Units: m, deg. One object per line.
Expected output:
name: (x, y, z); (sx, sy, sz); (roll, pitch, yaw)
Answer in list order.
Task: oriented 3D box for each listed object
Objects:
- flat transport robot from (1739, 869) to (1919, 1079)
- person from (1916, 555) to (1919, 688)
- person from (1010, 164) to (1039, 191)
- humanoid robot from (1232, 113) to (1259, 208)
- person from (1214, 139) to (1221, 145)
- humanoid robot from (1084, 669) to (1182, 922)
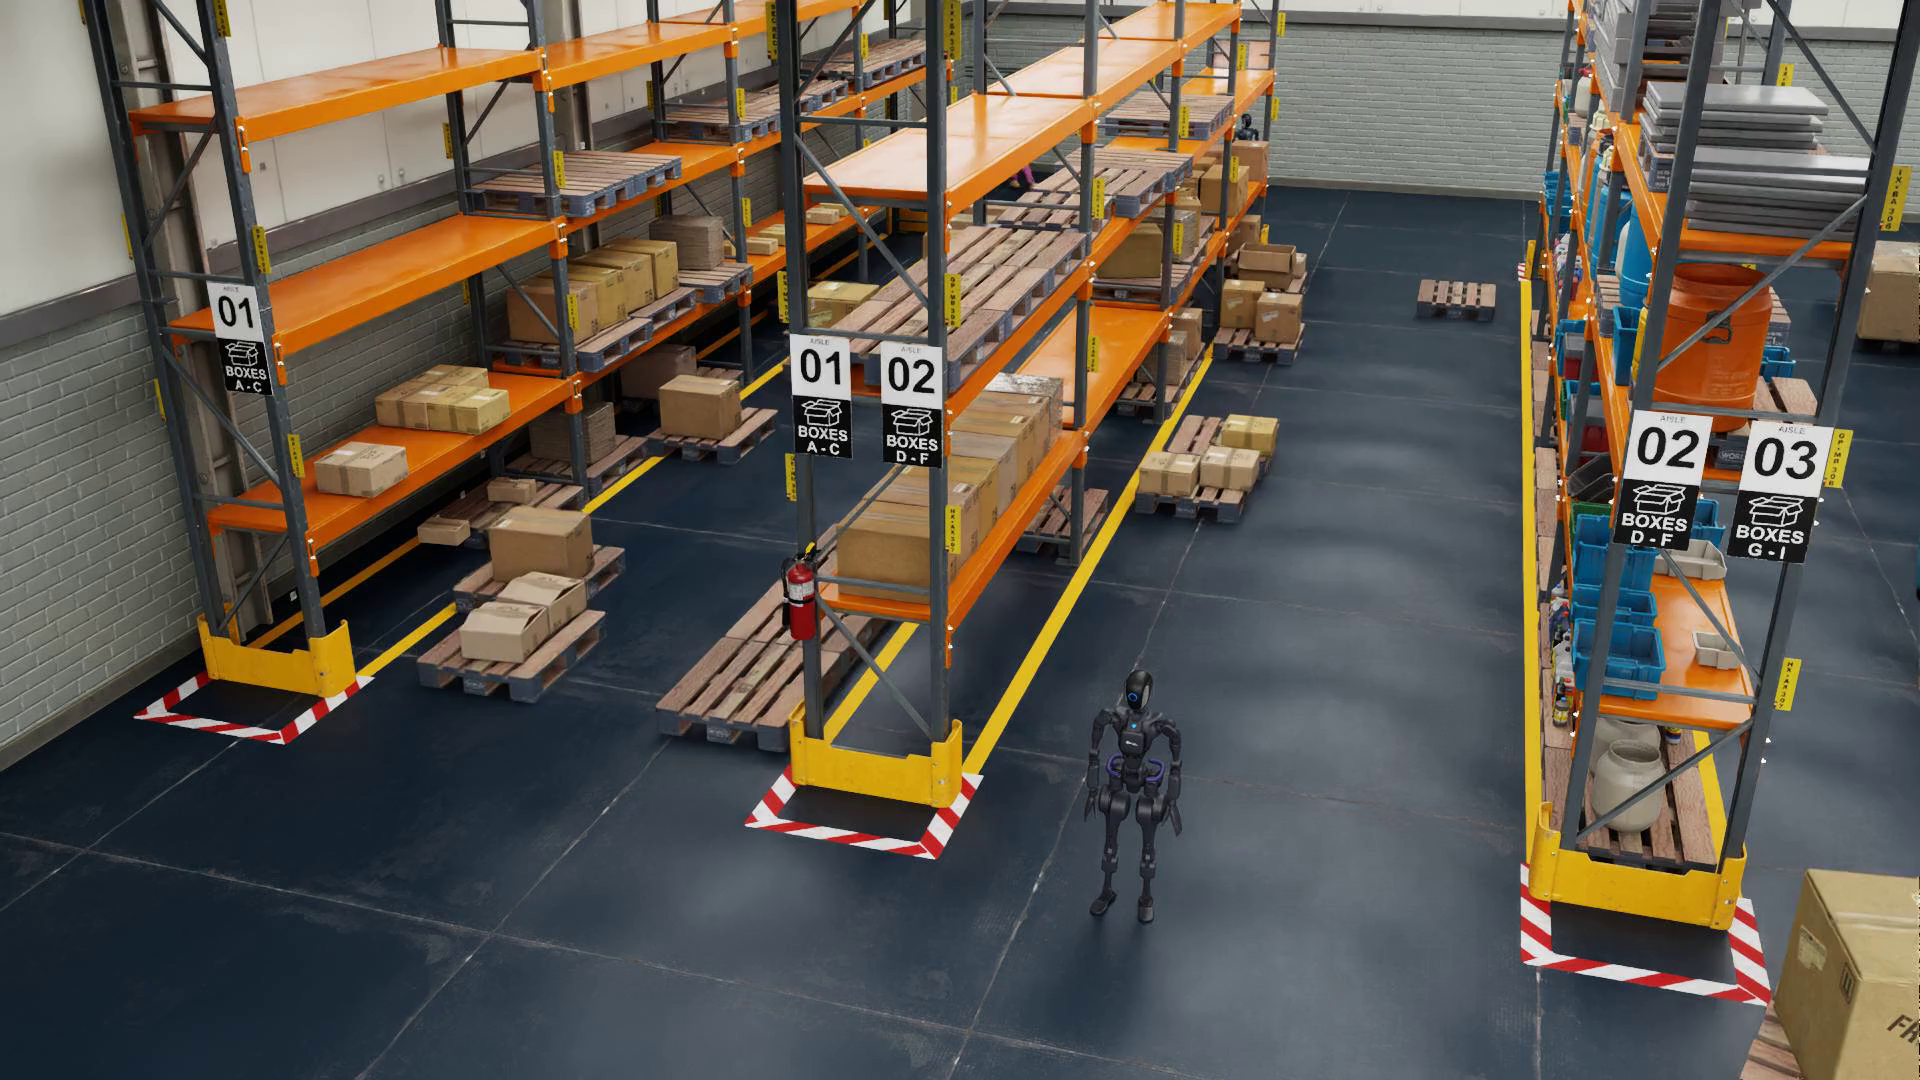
flat transport robot: (4.631, 2.923, 8.394); (0.659, 0.231, 1.431); (16, 28, 32)
person: (7.476, 0.343, 12.413); (0.646, 1.820, 0.474); (6, 24, 13)
person: (1.217, -7.162, 29.902); (0.533, 1.734, 1.015); (-19, 30, -37)
humanoid robot: (4.831, -6.460, 28.372); (0.590, 1.641, 0.388); (-9, 25, -21)
person: (4.246, -6.073, 27.485); (0.856, 1.648, 0.505); (7, 24, 17)
humanoid robot: (1.037, 1.513, 9.869); (0.599, 1.657, 0.315); (7, 24, 16)
